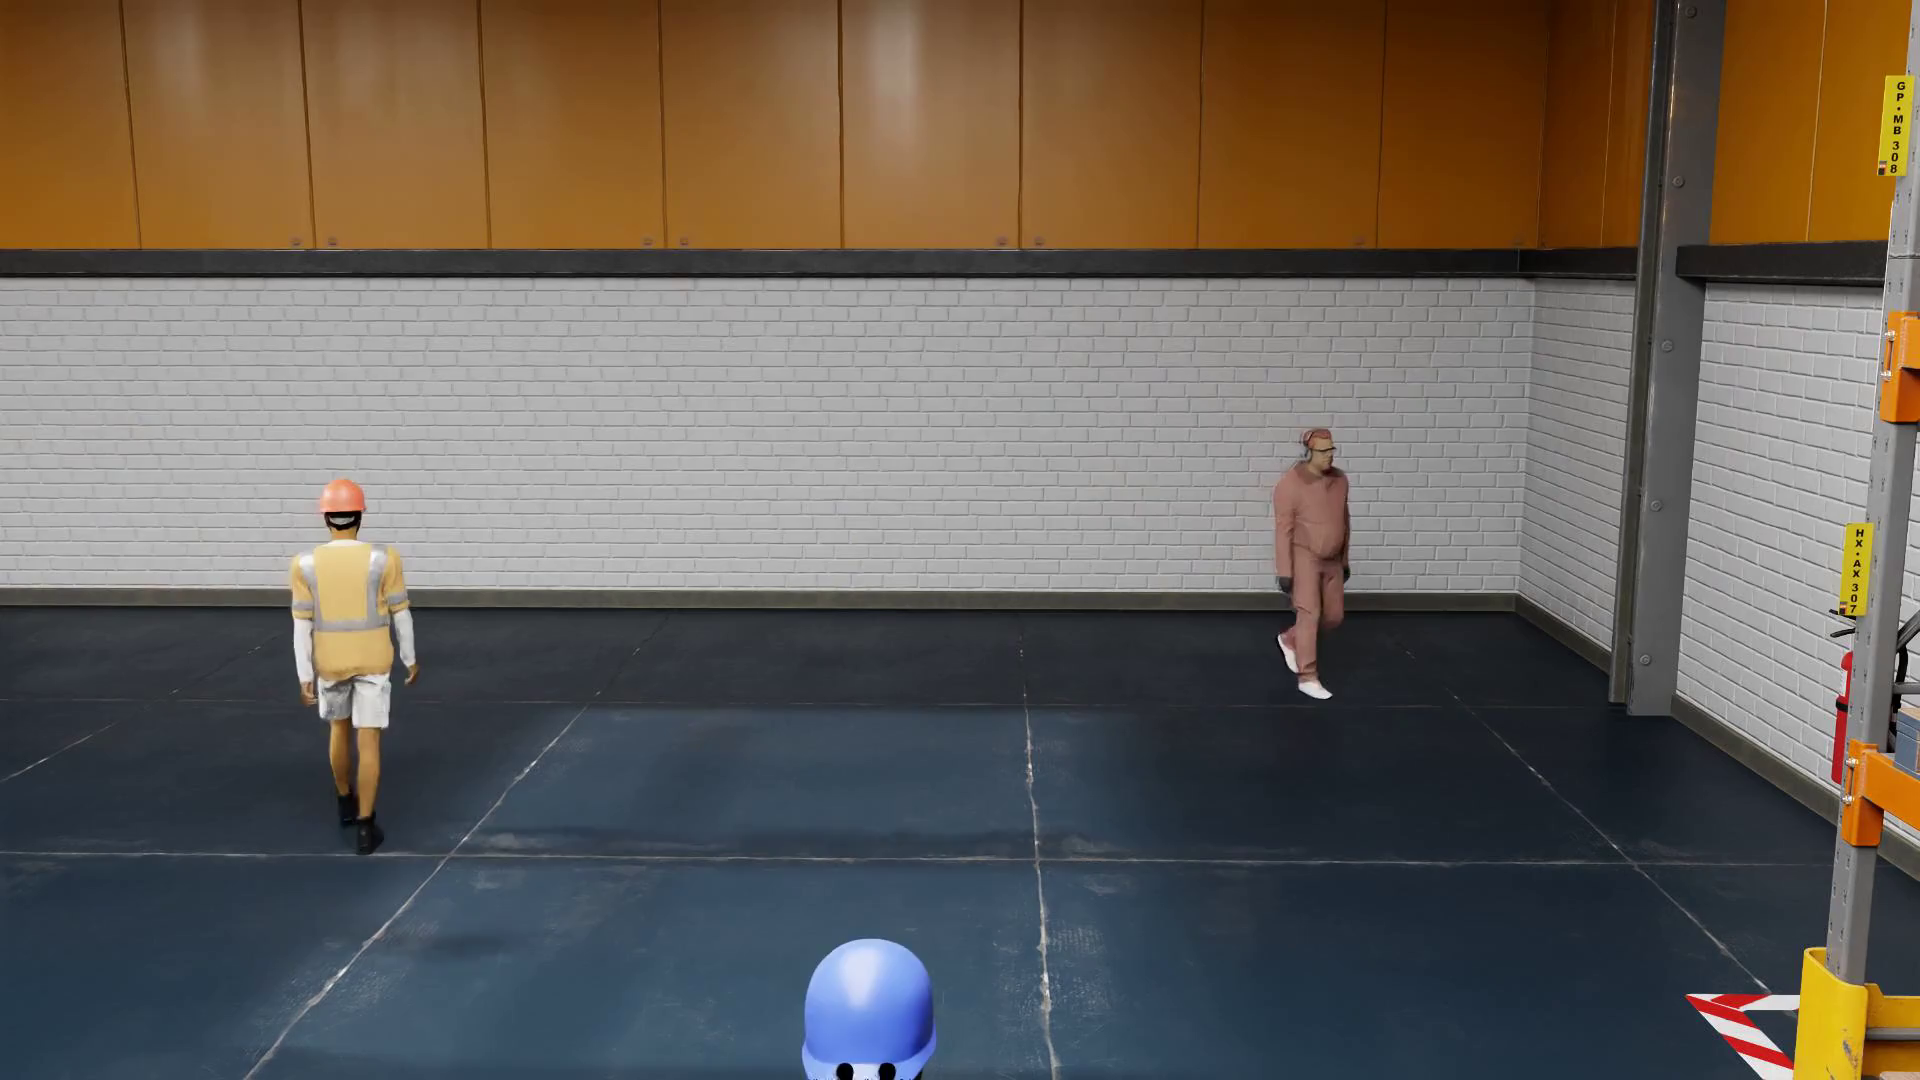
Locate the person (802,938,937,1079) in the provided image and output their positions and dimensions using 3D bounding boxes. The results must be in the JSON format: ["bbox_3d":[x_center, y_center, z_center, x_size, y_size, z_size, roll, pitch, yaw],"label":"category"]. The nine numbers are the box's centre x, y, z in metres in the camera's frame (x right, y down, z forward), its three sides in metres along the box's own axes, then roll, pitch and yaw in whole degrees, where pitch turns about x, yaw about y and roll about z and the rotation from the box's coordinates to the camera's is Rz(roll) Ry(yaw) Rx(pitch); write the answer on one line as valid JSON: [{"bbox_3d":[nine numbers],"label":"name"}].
[{"bbox_3d":[-0.143,1.590,2.822,0.609,1.946,0.405,-1,10,-5],"label":"person"}]

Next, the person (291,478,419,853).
[{"bbox_3d":[-3.157,0.626,8.743,0.572,1.905,0.835,-1,10,-8],"label":"person"}]

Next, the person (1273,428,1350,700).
[{"bbox_3d":[2.429,0.142,11.661,0.667,1.890,0.592,-6,11,-34],"label":"person"}]
